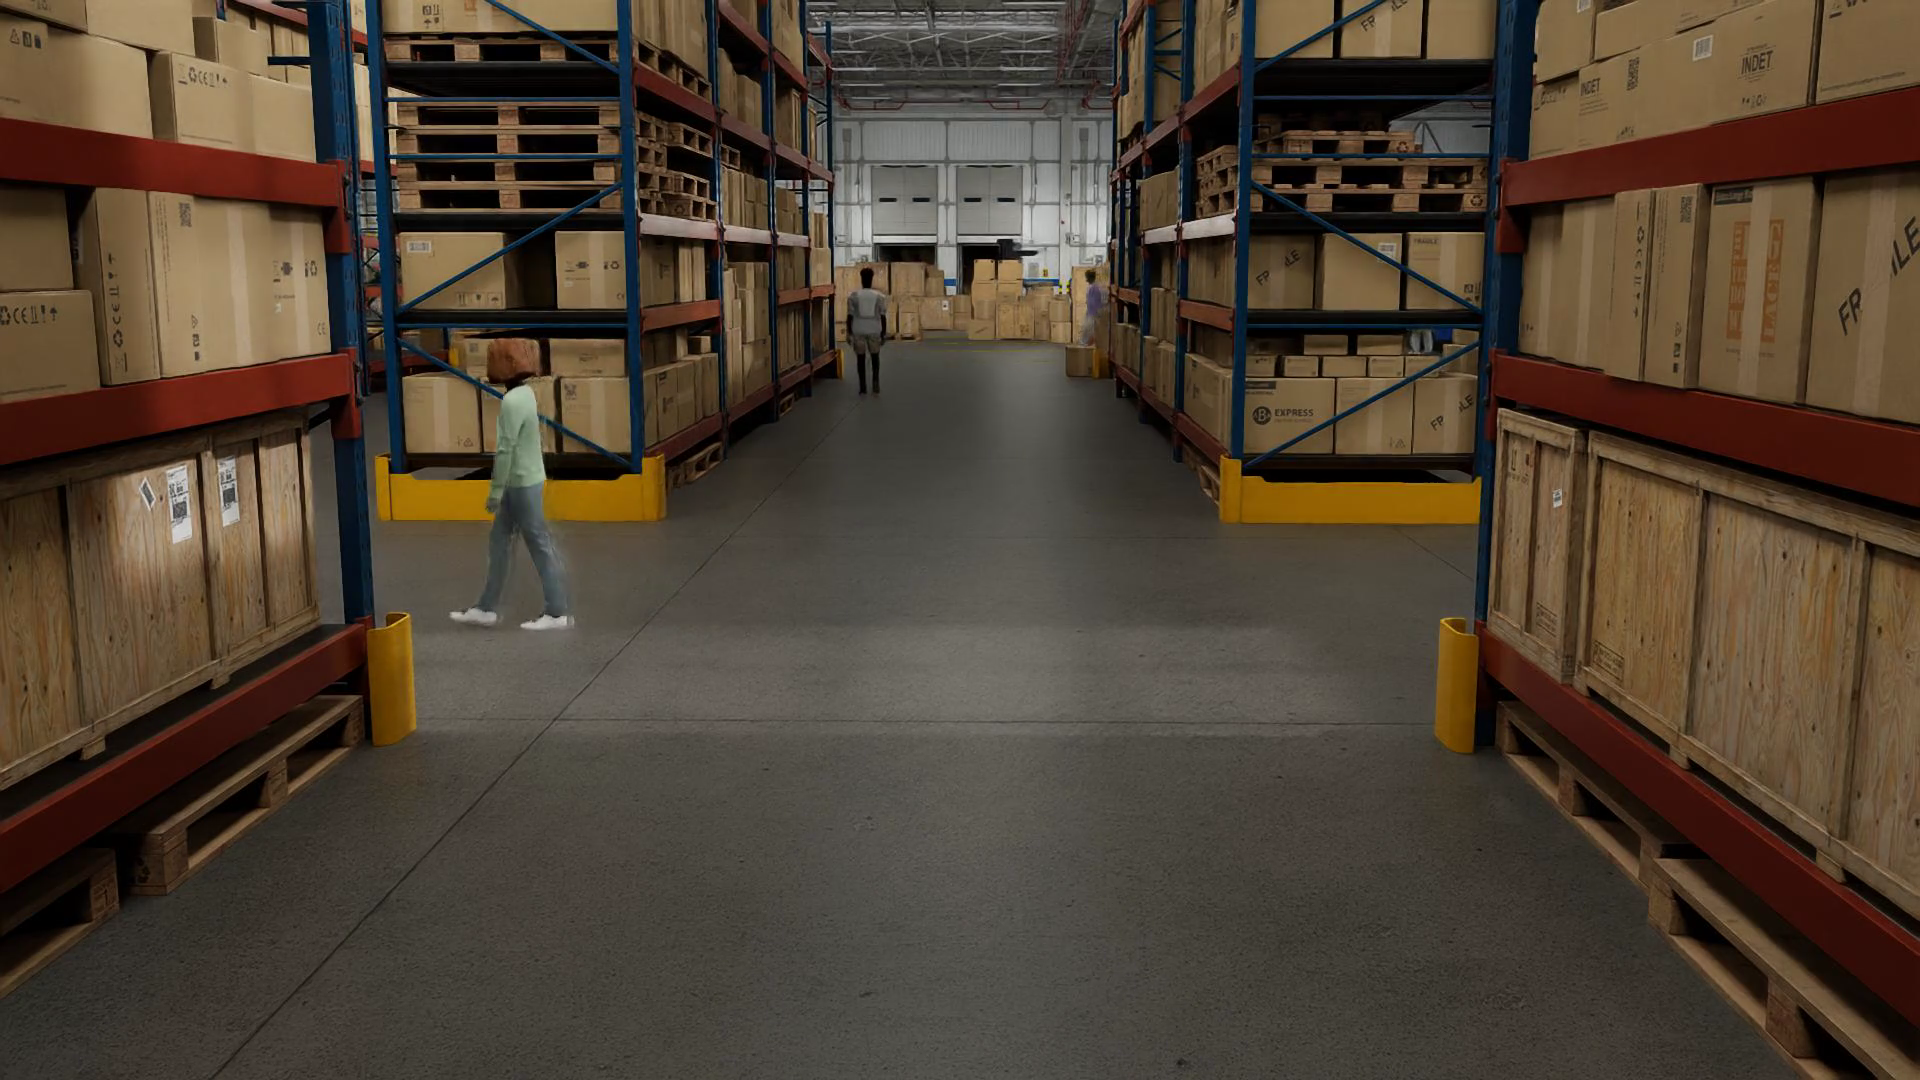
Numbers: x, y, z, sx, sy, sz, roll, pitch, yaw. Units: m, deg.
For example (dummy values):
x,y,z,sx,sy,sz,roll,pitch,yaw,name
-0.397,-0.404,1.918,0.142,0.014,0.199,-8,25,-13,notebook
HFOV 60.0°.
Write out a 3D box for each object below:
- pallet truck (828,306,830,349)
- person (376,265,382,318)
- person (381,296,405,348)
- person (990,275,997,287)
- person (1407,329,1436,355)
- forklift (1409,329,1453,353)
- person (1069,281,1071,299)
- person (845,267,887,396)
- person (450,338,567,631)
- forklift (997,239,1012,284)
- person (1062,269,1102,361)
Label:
x,y,z,sx,sy,sz,roll,pitch,yaw,name
-3.100,-3.940,29.800,1.885,1.965,0.823,3,10,19,pallet truck
-21.000,-9.055,60.499,0.440,1.973,0.646,-1,9,-3,person
-10.653,-4.129,31.384,0.862,1.860,0.681,-6,11,-33,person
1.115,-8.396,57.287,0.333,1.733,0.480,-5,11,-25,person
7.991,-3.569,28.753,0.521,1.607,0.788,1,10,7,person
10.857,-5.637,37.330,1.129,2.768,1.873,-4,10,-20,forklift
4.418,-9.327,63.247,0.520,1.609,0.745,1,10,5,person
-1.443,-3.185,25.449,0.634,1.944,0.631,-1,10,-7,person
-2.511,-0.285,9.049,0.740,1.600,0.527,-1,10,-8,person
1.548,-8.926,57.029,1.873,2.768,1.129,-1,10,-8,forklift
2.538,-4.392,32.840,1.014,1.883,0.651,1,10,7,person
